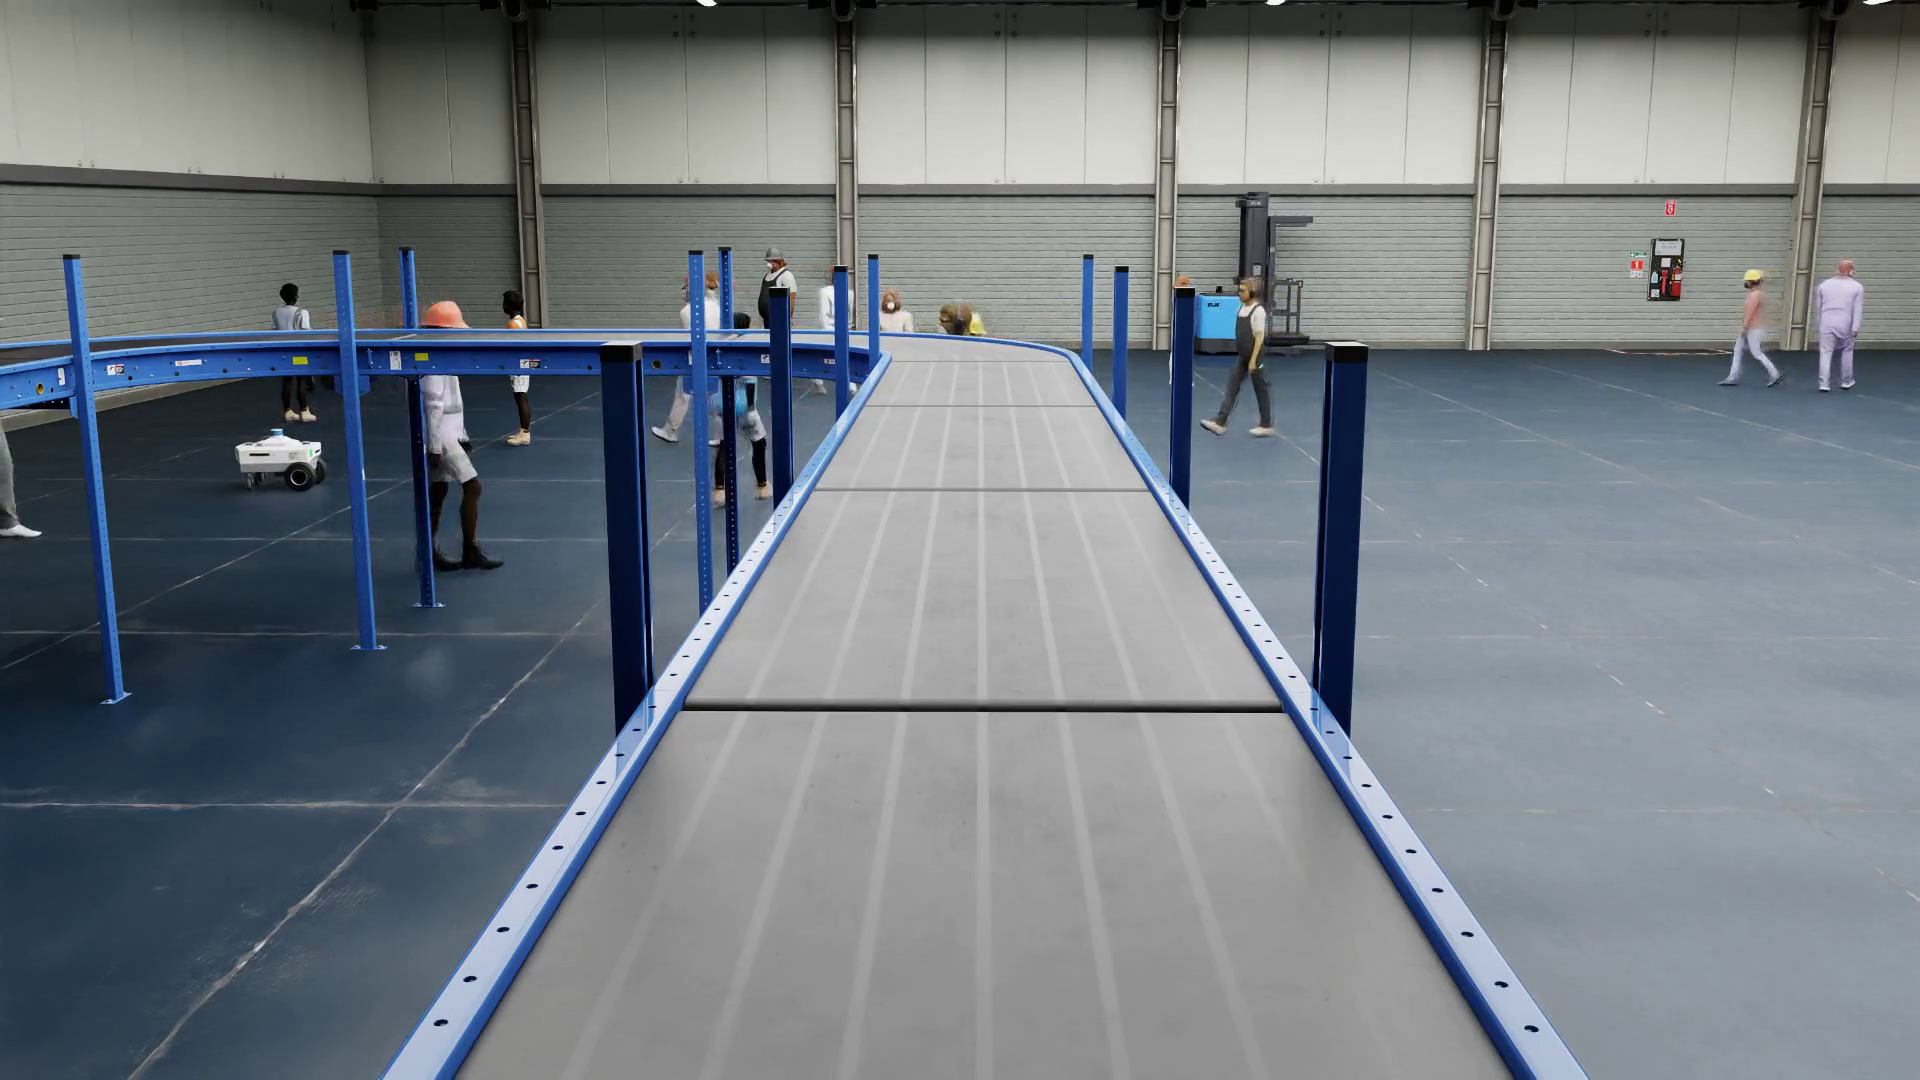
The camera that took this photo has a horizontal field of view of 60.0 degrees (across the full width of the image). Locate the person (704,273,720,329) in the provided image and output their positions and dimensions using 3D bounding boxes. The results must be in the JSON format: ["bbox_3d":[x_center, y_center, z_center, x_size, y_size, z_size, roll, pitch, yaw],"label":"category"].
[{"bbox_3d":[-4.084,-3.582,27.310,0.864,1.587,0.521,-2,11,-9],"label":"person"}]

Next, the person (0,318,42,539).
[{"bbox_3d":[-7.673,-0.932,12.872,0.778,1.905,0.591,-2,11,-10],"label":"person"}]

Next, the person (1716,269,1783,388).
[{"bbox_3d":[11.759,-3.133,24.601,0.823,1.739,0.521,3,12,17],"label":"person"}]

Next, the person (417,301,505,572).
[{"bbox_3d":[-3.550,-0.726,11.799,0.722,1.914,0.546,-4,12,-19],"label":"person"}]

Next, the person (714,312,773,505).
[{"bbox_3d":[-1.877,-1.152,14.564,0.547,1.665,0.767,10,15,42],"label":"person"}]

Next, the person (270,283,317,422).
[{"bbox_3d":[-8.190,-2.299,20.435,0.535,1.699,0.323,3,11,16],"label":"person"}]

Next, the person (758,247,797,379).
[{"bbox_3d":[-2.867,-3.486,25.752,0.536,2.000,0.688,-9,14,-39],"label":"person"}]

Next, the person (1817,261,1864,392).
[{"bbox_3d":[12.751,-3.094,24.093,0.642,1.862,0.934,10,15,41],"label":"person"}]

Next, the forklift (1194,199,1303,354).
[{"bbox_3d":[5.313,-4.851,30.603,1.873,2.768,1.129,0,11,1],"label":"forklift"}]

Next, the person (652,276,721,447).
[{"bbox_3d":[-2.935,-1.962,18.288,0.977,1.860,0.644,7,13,33],"label":"person"}]

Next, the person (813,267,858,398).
[{"bbox_3d":[-1.742,-2.925,23.300,0.572,1.842,1.009,-8,13,-34],"label":"person"}]

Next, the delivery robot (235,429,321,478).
[{"bbox_3d":[-6.349,-0.790,15.485,0.707,0.478,0.477,-1,11,-8],"label":"delivery robot"}]

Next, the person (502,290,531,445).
[{"bbox_3d":[-4.910,-1.907,18.414,0.318,1.697,0.534,-2,11,-10],"label":"person"}]

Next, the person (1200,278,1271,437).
[{"bbox_3d":[3.208,-2.067,18.963,0.932,1.797,0.537,-5,12,-24],"label":"person"}]

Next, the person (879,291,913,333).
[{"bbox_3d":[-0.837,-2.308,20.766,0.504,1.587,0.871,-1,11,-6],"label":"person"}]

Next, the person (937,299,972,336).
[{"bbox_3d":[0.041,-0.760,11.914,0.619,1.925,0.646,1,11,6],"label":"person"}]

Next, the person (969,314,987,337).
[{"bbox_3d":[0.039,-1.003,13.721,0.922,1.719,0.544,-2,11,-12],"label":"person"}]

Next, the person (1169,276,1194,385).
[{"bbox_3d":[3.296,-3.115,24.781,0.284,1.633,0.500,-4,12,-20],"label":"person"}]
